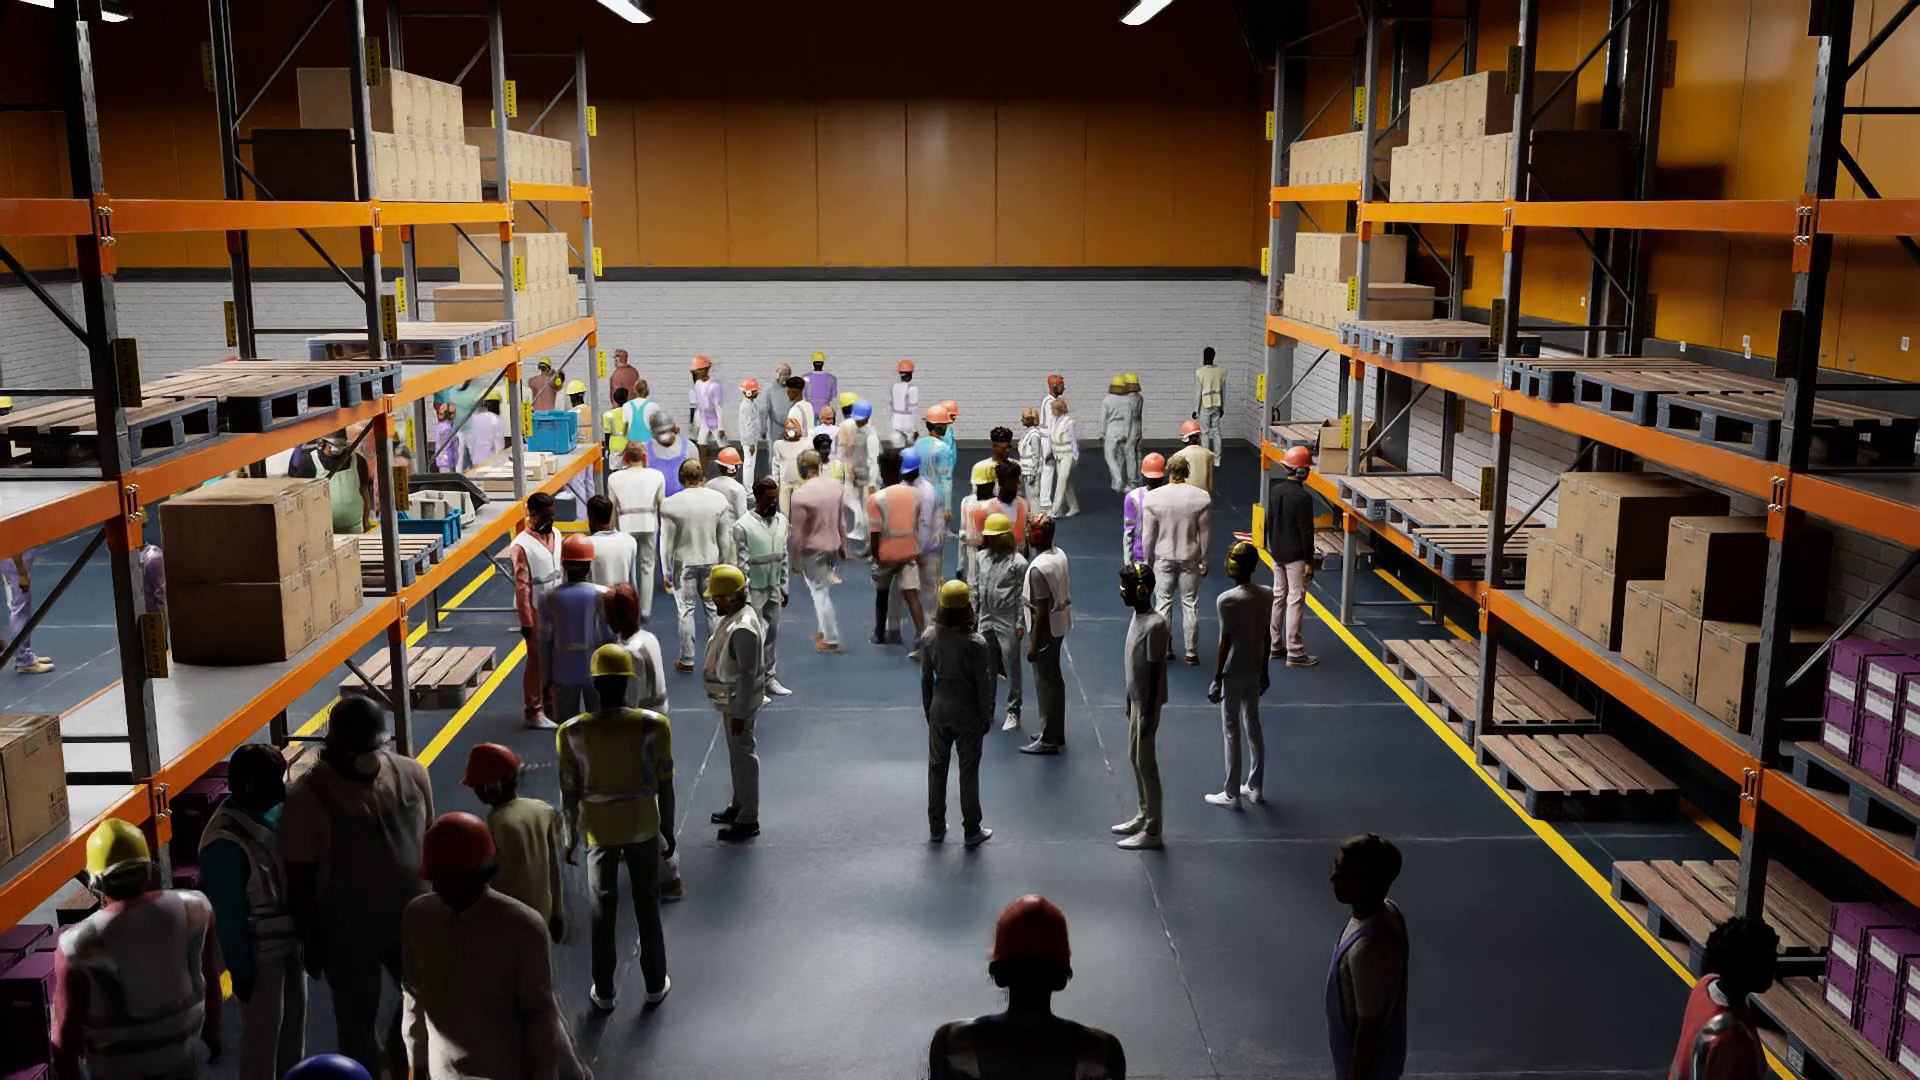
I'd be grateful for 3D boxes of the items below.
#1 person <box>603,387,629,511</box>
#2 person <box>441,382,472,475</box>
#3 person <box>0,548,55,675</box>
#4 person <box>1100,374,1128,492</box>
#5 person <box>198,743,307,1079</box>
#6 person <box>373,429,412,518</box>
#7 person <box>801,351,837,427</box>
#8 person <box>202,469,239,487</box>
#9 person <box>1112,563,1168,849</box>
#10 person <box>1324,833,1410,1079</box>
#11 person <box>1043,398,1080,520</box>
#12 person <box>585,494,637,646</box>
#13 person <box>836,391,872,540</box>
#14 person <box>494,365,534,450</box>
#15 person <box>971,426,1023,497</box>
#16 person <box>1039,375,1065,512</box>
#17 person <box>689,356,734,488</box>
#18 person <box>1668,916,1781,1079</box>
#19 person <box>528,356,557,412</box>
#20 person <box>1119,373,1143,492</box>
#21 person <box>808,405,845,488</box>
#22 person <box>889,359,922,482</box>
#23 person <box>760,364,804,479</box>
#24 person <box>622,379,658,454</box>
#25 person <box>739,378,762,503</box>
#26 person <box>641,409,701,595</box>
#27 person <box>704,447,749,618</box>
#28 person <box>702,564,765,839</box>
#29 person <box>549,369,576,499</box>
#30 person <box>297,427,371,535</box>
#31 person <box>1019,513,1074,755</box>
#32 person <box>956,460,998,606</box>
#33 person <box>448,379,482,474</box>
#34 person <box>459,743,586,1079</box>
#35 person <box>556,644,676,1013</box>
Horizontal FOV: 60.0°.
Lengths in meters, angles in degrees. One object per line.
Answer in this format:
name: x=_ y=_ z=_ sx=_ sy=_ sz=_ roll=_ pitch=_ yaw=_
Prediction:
person: x=-4.584 y=-1.234 z=22.679 sx=0.533 sy=1.698 sz=0.322 roll=-2 pitch=12 yaw=-12
person: x=-7.697 y=-1.923 z=25.615 sx=0.409 sy=1.909 sz=0.640 roll=2 pitch=12 yaw=12
person: x=-8.338 y=0.273 z=14.774 sx=0.344 sy=1.839 sz=0.504 roll=-7 pitch=13 yaw=-30
person: x=2.291 y=-1.543 z=24.174 sx=0.494 sy=1.727 sz=0.667 roll=-3 pitch=12 yaw=-15
person: x=-3.048 y=1.766 z=7.320 sx=0.429 sy=1.830 sz=0.636 roll=0 pitch=11 yaw=2
person: x=-6.168 y=-0.354 z=18.091 sx=0.530 sy=1.772 sz=0.303 roll=5 pitch=13 yaw=26
person: x=-2.203 y=-1.981 z=25.884 sx=0.587 sy=1.921 sz=0.388 roll=-3 pitch=12 yaw=-14
person: x=-7.769 y=-0.275 z=17.567 sx=0.597 sy=1.826 sz=0.449 roll=10 pitch=15 yaw=41
person: x=1.171 y=1.065 z=10.769 sx=0.338 sy=1.856 sz=0.525 roll=-2 pitch=11 yaw=-8
person: x=1.490 y=1.973 z=6.230 sx=0.341 sy=1.846 sz=0.511 roll=4 pitch=12 yaw=19
person: x=1.358 y=-1.079 z=22.142 sx=0.710 sy=1.601 sz=0.576 roll=-6 pitch=13 yaw=-27
person: x=-2.752 y=0.594 z=12.998 sx=0.401 sy=1.908 sz=0.598 roll=7 pitch=13 yaw=33
person: x=-1.219 y=-0.876 z=20.416 sx=0.682 sy=1.892 sz=0.637 roll=8 pitch=14 yaw=37
person: x=-6.267 y=-1.516 z=23.348 sx=0.613 sy=1.994 sz=0.395 roll=-5 pitch=12 yaw=-25
person: x=0.390 y=-0.183 z=16.777 sx=0.602 sy=1.956 sz=0.381 roll=-8 pitch=14 yaw=-35
person: x=1.246 y=-1.314 z=22.650 sx=0.354 sy=1.877 sz=0.574 roll=0 pitch=11 yaw=1
person: x=-3.635 y=-1.680 z=24.214 sx=0.607 sy=1.998 sz=0.741 roll=11 pitch=15 yaw=43
person: x=2.660 y=2.123 z=5.898 sx=0.321 sy=1.685 sz=0.545 roll=3 pitch=12 yaw=15
person: x=-6.665 y=-2.077 z=26.776 sx=0.532 sy=1.754 sz=0.340 roll=-1 pitch=11 yaw=-5
person: x=2.485 y=-1.563 z=24.217 sx=0.316 sy=1.742 sz=0.492 roll=7 pitch=13 yaw=32
person: x=-1.672 y=-0.890 z=21.105 sx=0.514 sy=1.641 sz=0.309 roll=0 pitch=11 yaw=0
person: x=-0.724 y=-1.691 z=24.414 sx=0.575 sy=1.915 sz=0.688 roll=10 pitch=15 yaw=40
person: x=-2.651 y=-1.703 z=24.645 sx=0.660 sy=1.868 sz=0.771 roll=-4 pitch=12 yaw=-18
person: x=-4.329 y=-1.264 z=22.532 sx=0.549 sy=1.822 sz=0.430 roll=1 pitch=11 yaw=5
person: x=-2.931 y=-1.401 z=23.379 sx=0.324 sy=1.752 sz=0.561 roll=-2 pitch=11 yaw=-10
person: x=-3.085 y=-0.401 z=17.641 sx=0.702 sy=2.000 sz=0.604 roll=-2 pitch=12 yaw=-12
person: x=-2.297 y=-0.057 z=16.641 sx=0.563 sy=1.752 sz=0.329 roll=9 pitch=15 yaw=39
person: x=-1.482 y=1.049 z=10.922 sx=0.403 sy=1.822 sz=0.589 roll=-3 pitch=12 yaw=-13
person: x=-5.639 y=-1.513 z=23.692 sx=0.347 sy=1.858 sz=0.541 roll=-1 pitch=11 yaw=-5
person: x=-6.276 y=-0.231 z=16.788 sx=0.689 sy=2.000 sz=0.536 roll=-7 pitch=13 yaw=-31
person: x=0.660 y=0.708 z=12.572 sx=0.373 sy=1.843 sz=0.571 roll=4 pitch=12 yaw=19
person: x=0.285 y=0.214 z=14.885 sx=0.588 sy=1.910 sz=0.644 roll=9 pitch=15 yaw=39
person: x=-7.053 y=-1.528 z=23.747 sx=0.688 sy=1.864 sz=1.010 roll=5 pitch=13 yaw=26
person: x=-2.094 y=1.759 z=7.698 sx=0.930 sy=1.700 sz=0.570 roll=4 pitch=12 yaw=18
person: x=-1.752 y=1.477 z=8.541 sx=0.585 sy=1.917 sz=0.382 roll=-3 pitch=12 yaw=-13
